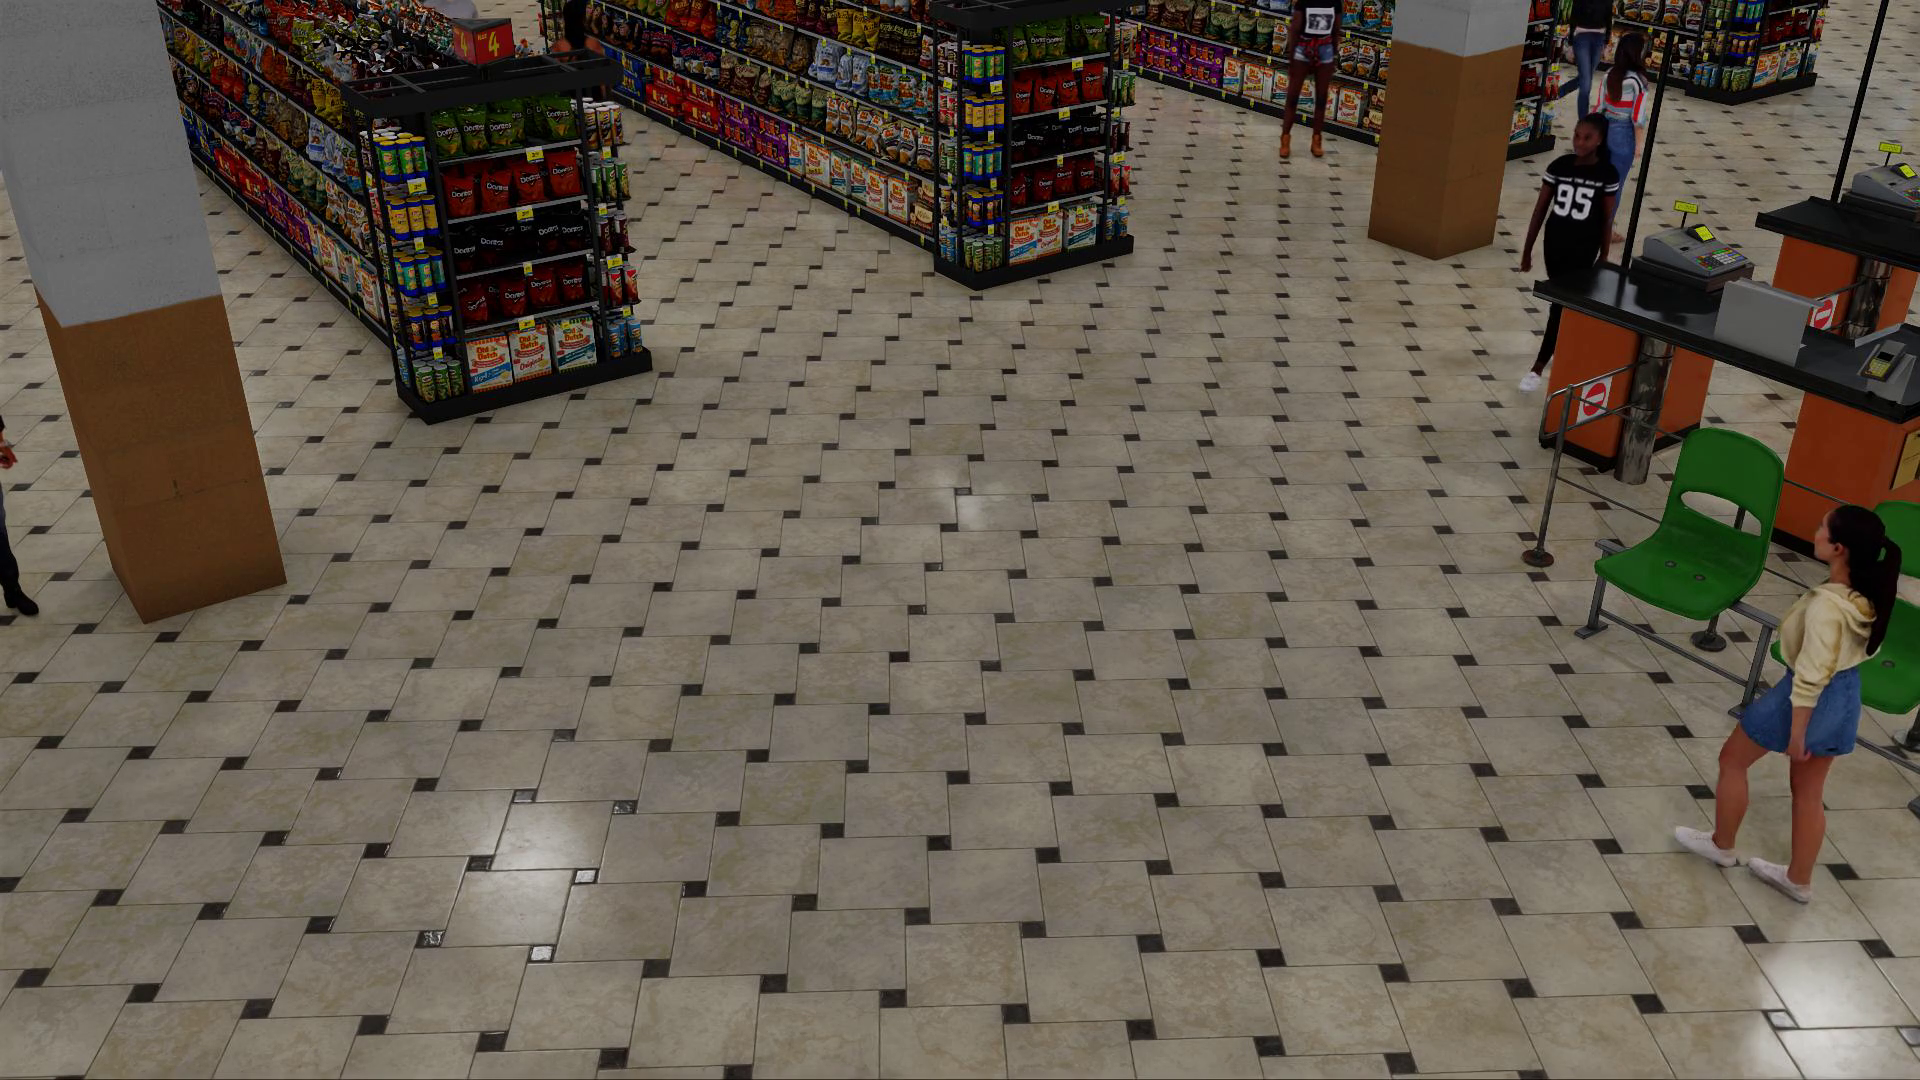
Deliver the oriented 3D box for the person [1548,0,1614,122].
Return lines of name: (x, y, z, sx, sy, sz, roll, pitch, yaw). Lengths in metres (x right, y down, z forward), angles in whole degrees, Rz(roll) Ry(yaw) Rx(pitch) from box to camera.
person: (5.823, -4.631, 15.586, 0.874, 1.757, 1.192, -9, 30, -16)

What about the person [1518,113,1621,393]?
person: (3.881, -1.829, 10.535, 1.190, 1.679, 0.910, 22, 35, 34)

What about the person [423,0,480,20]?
person: (-4.399, -4.069, 14.442, 0.699, 1.867, 1.046, -18, 33, -29)

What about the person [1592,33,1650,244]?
person: (5.125, -3.149, 13.022, 0.650, 1.612, 0.435, -18, 33, -29)

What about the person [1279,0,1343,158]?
person: (3.200, -4.355, 15.121, 0.723, 1.719, 0.759, 1, 29, 1)

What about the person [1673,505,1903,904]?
person: (3.181, 0.646, 6.070, 0.656, 1.613, 0.747, -16, 32, -27)

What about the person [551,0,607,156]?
person: (-3.138, -3.613, 13.856, 0.730, 1.628, 1.075, -12, 31, -22)
